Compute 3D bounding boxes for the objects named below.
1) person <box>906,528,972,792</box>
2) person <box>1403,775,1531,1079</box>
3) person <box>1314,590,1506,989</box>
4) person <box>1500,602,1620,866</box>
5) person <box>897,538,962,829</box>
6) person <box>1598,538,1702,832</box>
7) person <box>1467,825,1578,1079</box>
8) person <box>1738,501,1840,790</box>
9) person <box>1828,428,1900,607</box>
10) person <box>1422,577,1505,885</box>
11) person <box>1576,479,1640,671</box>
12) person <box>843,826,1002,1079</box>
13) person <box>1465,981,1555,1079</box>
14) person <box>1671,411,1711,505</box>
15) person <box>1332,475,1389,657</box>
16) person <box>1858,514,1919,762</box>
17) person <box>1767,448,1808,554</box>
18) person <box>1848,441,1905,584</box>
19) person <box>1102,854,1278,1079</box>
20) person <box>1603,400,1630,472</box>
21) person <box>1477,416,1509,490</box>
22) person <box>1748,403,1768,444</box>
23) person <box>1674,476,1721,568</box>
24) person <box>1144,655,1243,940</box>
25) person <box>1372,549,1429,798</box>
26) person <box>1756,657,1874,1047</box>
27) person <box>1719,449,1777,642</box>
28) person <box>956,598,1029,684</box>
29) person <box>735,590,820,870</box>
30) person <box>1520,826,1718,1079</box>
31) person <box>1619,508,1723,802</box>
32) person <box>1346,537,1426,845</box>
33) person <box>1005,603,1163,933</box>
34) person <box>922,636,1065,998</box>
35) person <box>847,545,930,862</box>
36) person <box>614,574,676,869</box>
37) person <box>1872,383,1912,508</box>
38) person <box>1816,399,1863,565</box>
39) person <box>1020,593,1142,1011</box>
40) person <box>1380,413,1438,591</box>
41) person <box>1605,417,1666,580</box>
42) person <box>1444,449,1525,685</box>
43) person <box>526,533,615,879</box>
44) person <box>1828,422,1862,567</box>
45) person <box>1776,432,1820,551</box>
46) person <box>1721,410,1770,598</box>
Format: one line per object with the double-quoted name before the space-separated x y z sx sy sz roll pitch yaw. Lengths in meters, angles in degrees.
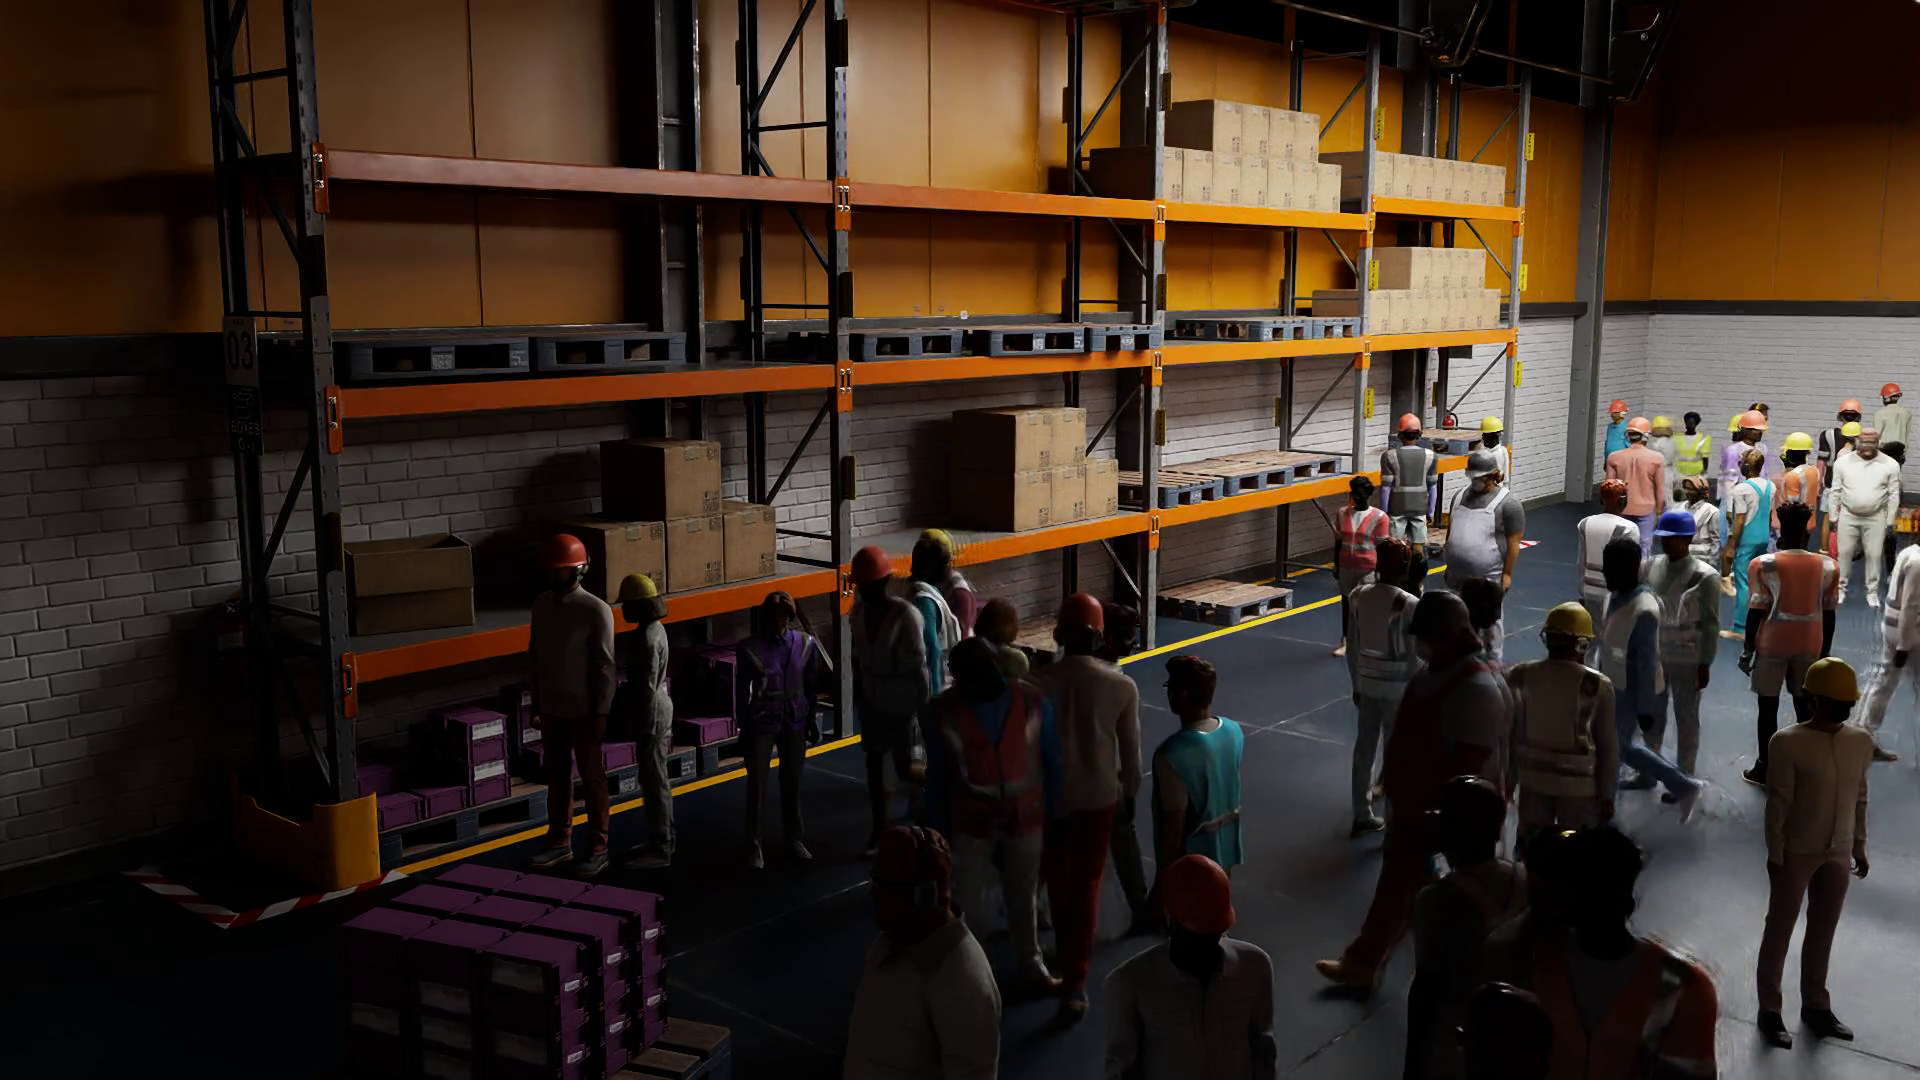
"person" -0.037 0.797 11.241 0.693 1.802 0.635 -4 10 -24
"person" 1.669 1.671 5.470 0.503 1.840 0.343 -4 10 -23
"person" 2.272 1.190 7.904 1.017 2.000 0.691 -2 9 -11
"person" 3.038 1.218 8.426 0.588 1.822 0.403 7 11 39
"person" -0.192 0.902 10.416 0.429 1.841 0.625 -1 9 -9
"person" 4.154 0.917 10.169 0.787 1.888 0.605 1 9 6
"person" 1.700 1.731 5.071 0.456 1.846 0.543 8 12 42
"person" 5.578 0.713 11.222 0.613 1.962 0.362 0 9 3
"person" 9.541 -0.238 17.583 0.647 1.901 0.395 5 10 29
"person" 2.880 1.104 9.224 0.799 1.802 0.509 4 10 22
"person" 5.140 0.453 13.209 0.366 1.879 0.581 -4 10 -26
"person" -0.135 1.743 4.769 0.409 1.907 0.651 -4 10 -22
"person" 1.368 1.947 3.863 0.512 1.794 0.933 -4 10 -27
"person" 9.869 -0.901 22.537 0.547 1.679 0.560 5 10 32
"person" 3.618 0.253 15.076 0.535 1.691 0.317 7 12 40
"person" 6.818 0.698 11.698 0.905 1.843 0.577 3 9 21
"person" 8.559 -0.111 17.210 0.346 1.762 0.525 0 9 -1
"person" 10.328 -0.300 18.749 0.823 1.666 0.534 2 9 12
"person" 0.707 1.785 5.030 0.556 1.743 0.344 -3 9 -16
"person" 9.358 -1.122 23.741 0.341 1.747 0.575 -2 9 -12
"person" 5.985 -0.430 18.733 0.383 1.922 0.587 3 9 18
"person" 10.339 -0.861 21.723 0.356 1.863 0.578 5 10 29
"person" 6.825 0.212 15.504 0.310 1.638 0.522 -5 10 -27
"person" 1.013 1.406 7.134 0.373 1.843 0.571 7 11 39
"person" 2.942 0.894 10.923 0.317 1.697 0.539 -8 12 -42
"person" 3.859 1.391 7.488 0.525 1.769 0.313 -2 9 -13
"person" 7.527 0.050 15.879 0.505 1.847 0.348 -4 10 -25
"person" 0.201 1.144 9.573 0.565 1.612 0.398 6 11 36
"person" -1.074 1.100 9.776 0.514 1.639 0.310 -4 10 -27
"person" 1.835 1.745 4.766 0.615 1.916 0.996 6 11 35
"person" 4.719 0.752 11.024 0.402 1.949 0.605 -5 10 -29
"person" 2.609 0.919 10.149 0.356 1.887 0.573 -6 11 -34
"person" 0.689 1.200 8.688 0.951 1.791 0.588 0 9 2
"person" 0.214 1.330 7.789 0.755 1.811 0.433 -1 9 -8
"person" -0.371 0.946 9.918 0.575 1.906 0.720 6 11 36
"person" -1.852 1.053 9.785 0.324 1.728 0.490 -1 9 -9
"person" 13.285 -1.249 23.813 0.615 1.985 0.397 -2 9 -10
"person" 10.617 -0.676 19.988 0.609 2.032 0.410 4 10 25
"person" 0.558 1.229 8.012 0.610 1.940 1.043 2 9 13
"person" 4.728 -0.317 17.602 0.608 2.048 0.365 0 9 0
"person" 7.208 -0.316 17.783 0.610 1.989 0.391 5 10 27
"person" 4.373 0.230 14.095 0.538 2.000 0.681 -8 12 -42
"person" -2.259 0.947 9.610 0.608 1.997 0.375 5 10 28
"person" 10.567 -0.524 19.829 0.299 1.772 0.529 6 11 36
"person" 8.391 -0.123 16.724 0.586 1.930 0.359 -9 12 -44
"person" 8.558 -0.390 18.085 0.616 2.041 0.378 -6 11 -34
